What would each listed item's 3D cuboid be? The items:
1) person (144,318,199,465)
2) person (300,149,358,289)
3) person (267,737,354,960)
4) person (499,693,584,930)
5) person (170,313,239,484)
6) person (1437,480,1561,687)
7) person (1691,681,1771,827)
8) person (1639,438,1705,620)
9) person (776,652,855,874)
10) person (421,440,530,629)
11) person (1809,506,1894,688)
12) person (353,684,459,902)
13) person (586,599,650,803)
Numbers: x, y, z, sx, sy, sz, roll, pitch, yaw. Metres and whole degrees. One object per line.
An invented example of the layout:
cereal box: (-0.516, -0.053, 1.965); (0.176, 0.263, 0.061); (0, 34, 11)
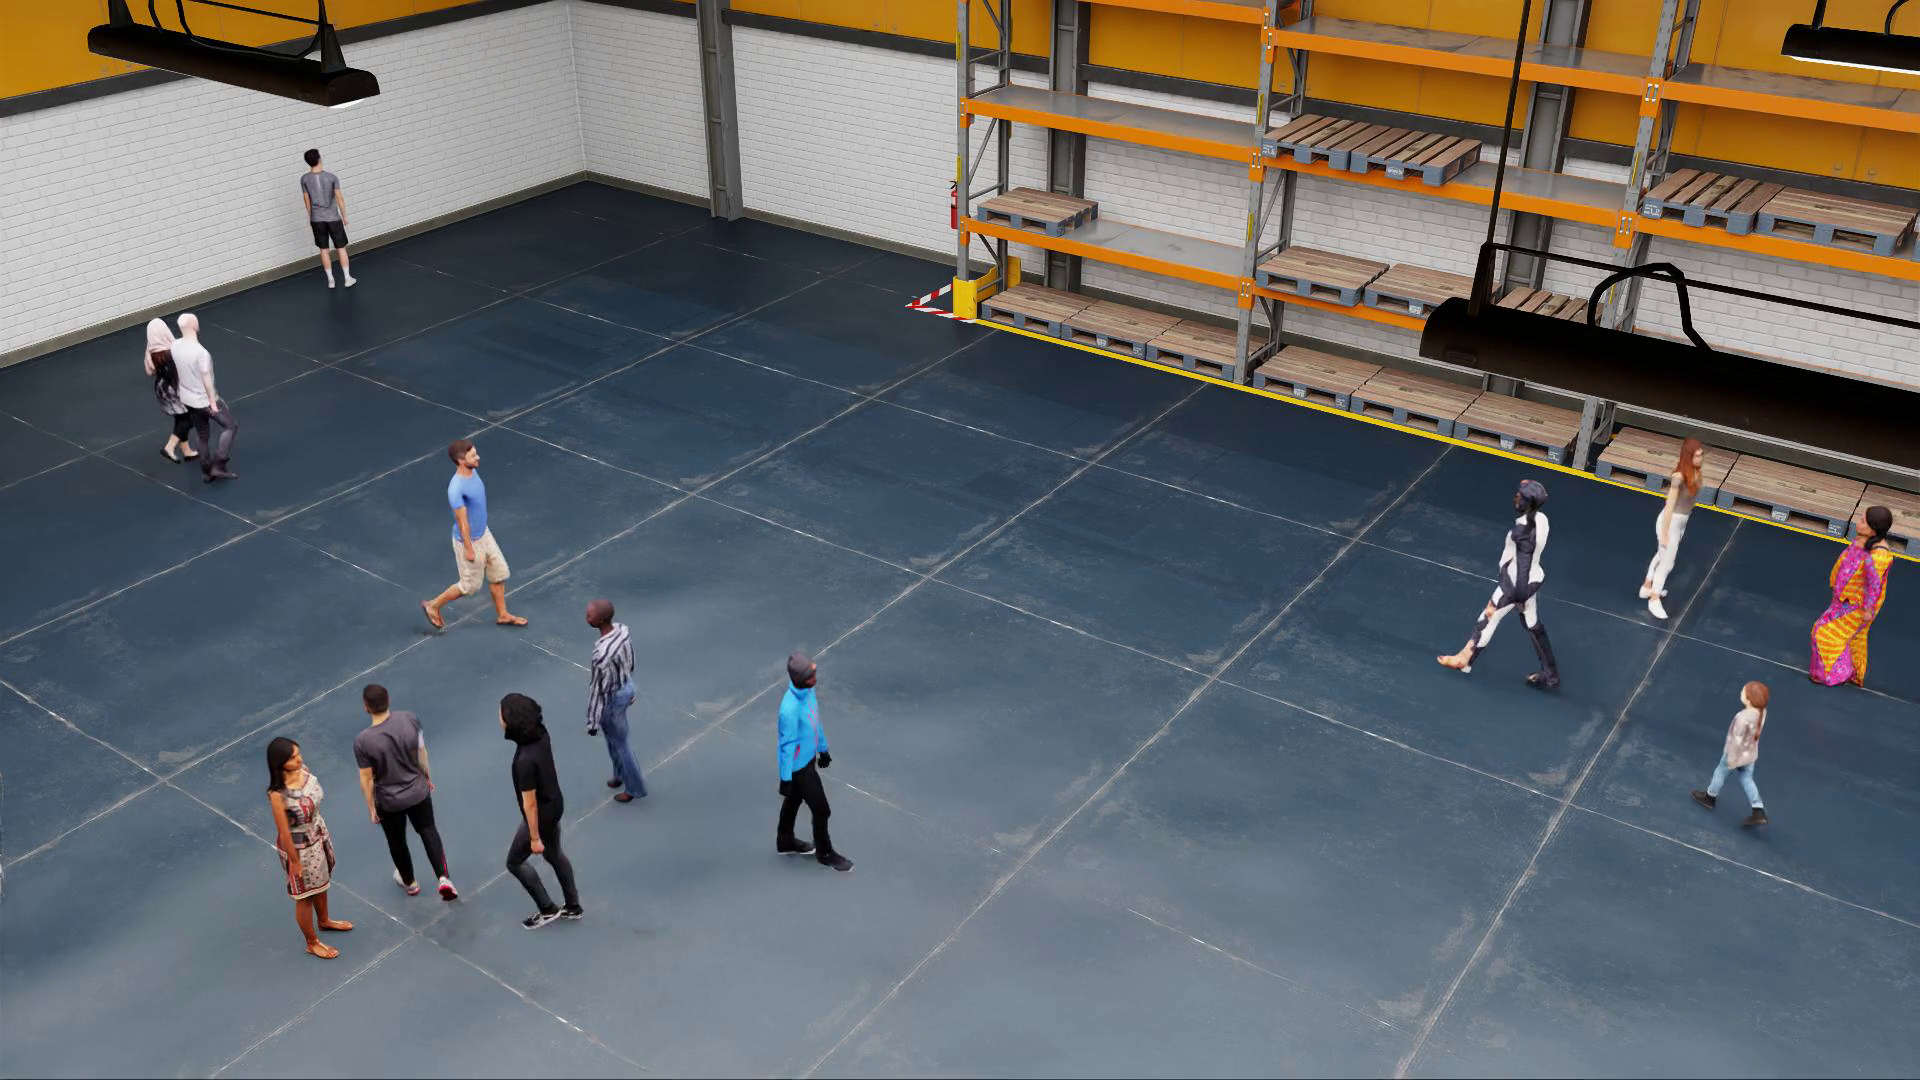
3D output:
person: (-8.289, -1.516, 17.374); (0.684, 1.626, 0.668); (18, 34, 30)
person: (-8.465, -4.290, 22.201); (0.724, 1.873, 0.789); (-4, 29, -8)
person: (-4.314, 1.989, 10.929); (0.710, 1.645, 0.725); (3, 29, 5)
person: (-2.711, 1.817, 11.065); (0.819, 1.816, 0.782); (1, 29, 2)
person: (-7.811, -1.401, 16.962); (0.610, 1.819, 0.761); (13, 31, 23)
person: (4.667, 0.404, 13.624); (1.203, 1.846, 0.676); (17, 33, 29)
person: (5.770, 1.575, 12.179); (0.716, 1.175, 0.896); (-14, 32, -24)
person: (6.332, -0.153, 14.788); (0.677, 1.709, 0.736); (18, 33, 30)
person: (-1.211, 1.543, 11.616); (0.961, 1.769, 0.844); (5, 29, 9)
person: (-4.312, -0.012, 14.398); (1.194, 1.836, 1.001); (2, 29, 3)
person: (7.446, 0.475, 13.692); (0.837, 1.656, 0.759); (9, 30, 16)
person: (-3.738, 1.757, 11.245); (0.815, 1.749, 1.025); (-21, 35, -33)
person: (-2.449, 1.207, 12.220); (0.768, 1.782, 0.772); (5, 29, 9)
